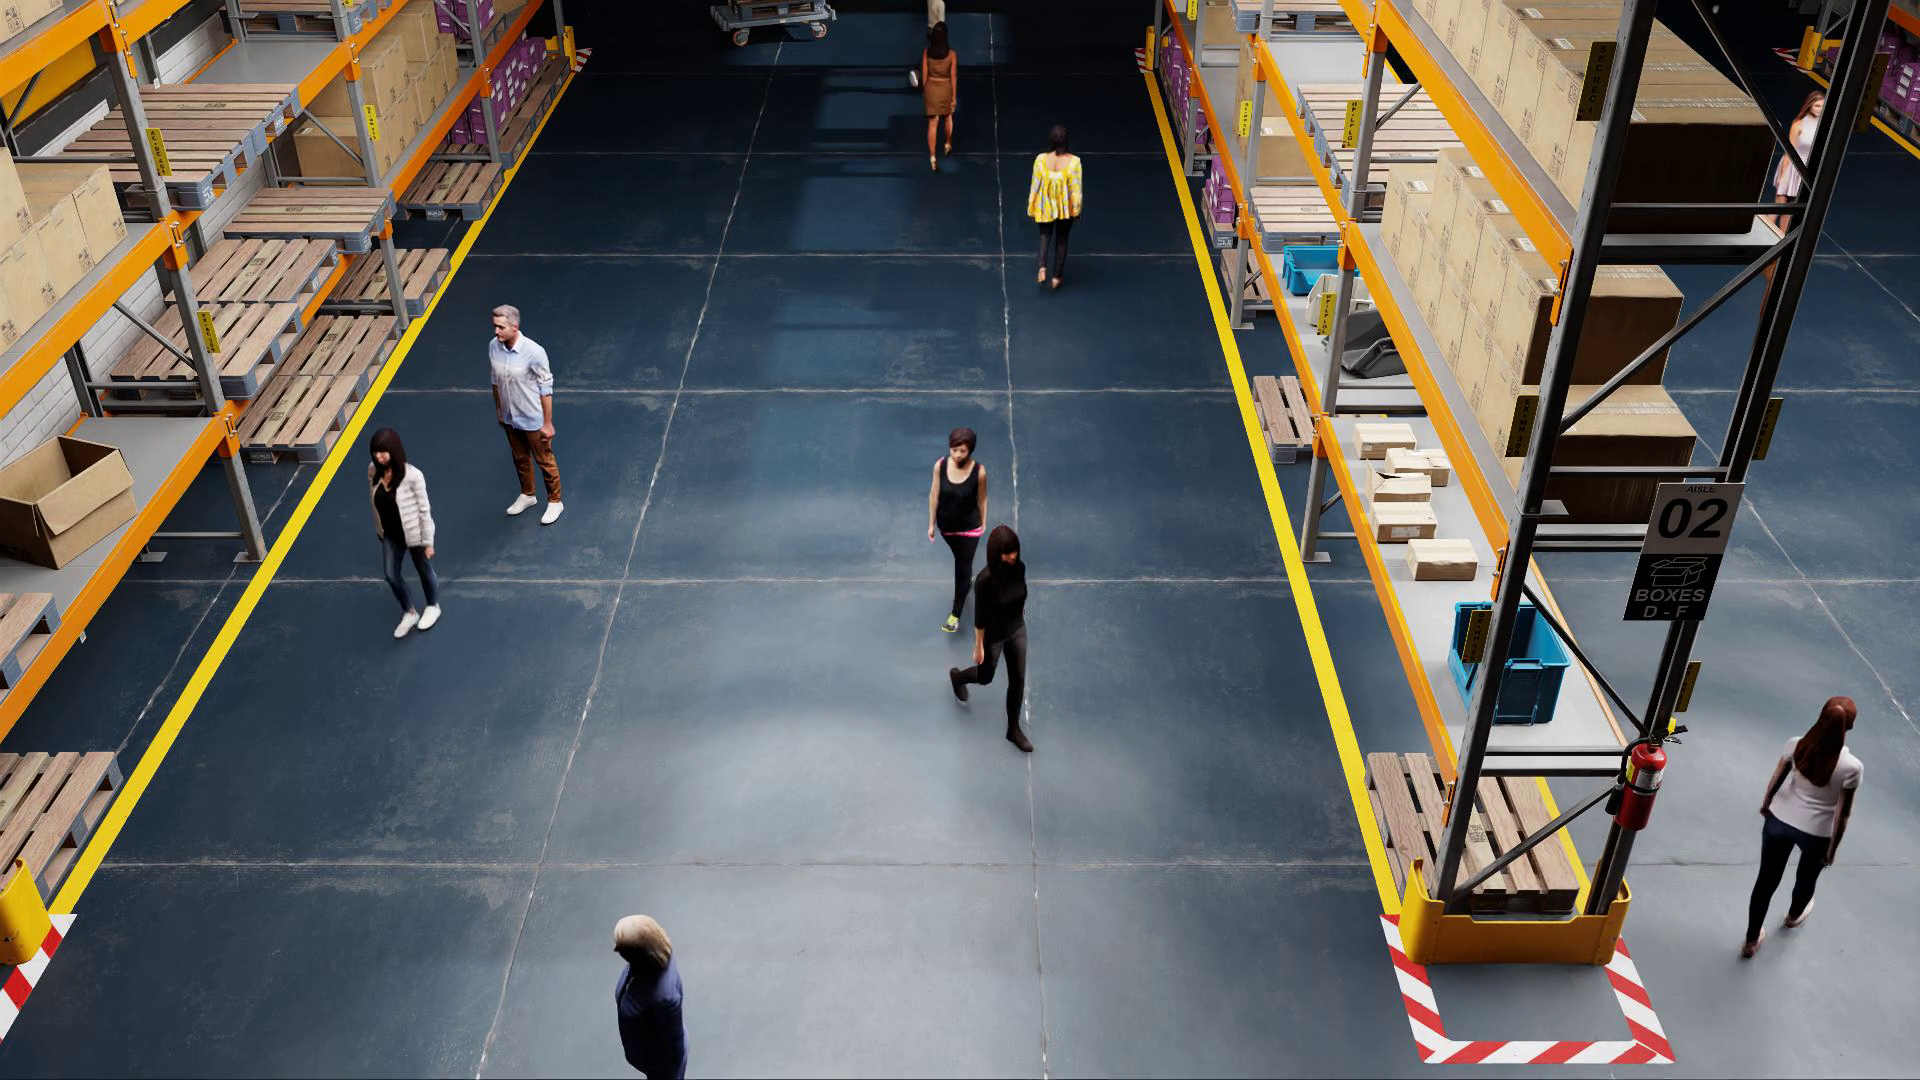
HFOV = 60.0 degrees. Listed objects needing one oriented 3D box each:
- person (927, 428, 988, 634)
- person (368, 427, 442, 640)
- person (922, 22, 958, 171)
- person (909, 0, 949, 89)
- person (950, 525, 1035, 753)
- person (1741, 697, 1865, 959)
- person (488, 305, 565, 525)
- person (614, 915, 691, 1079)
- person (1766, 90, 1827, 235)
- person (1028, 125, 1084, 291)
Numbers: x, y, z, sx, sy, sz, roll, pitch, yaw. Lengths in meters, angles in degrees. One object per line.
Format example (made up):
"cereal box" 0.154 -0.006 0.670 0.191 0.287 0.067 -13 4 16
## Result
"person" 0.014 -0.164 11.936 0.798 1.501 1.115 12 35 18
"person" -3.873 -0.109 11.737 0.709 1.631 0.725 8 34 11
"person" -0.260 -5.085 19.211 0.686 1.644 1.073 6 34 8
"person" -0.367 -6.575 21.633 0.907 1.445 0.925 -19 38 -27
"person" 0.211 0.579 10.711 0.939 1.621 1.077 -22 39 -29
"person" 4.539 1.620 9.055 0.901 1.719 0.979 27 42 34
"person" -3.373 -0.992 12.890 0.766 1.826 0.720 14 36 20
"person" -1.419 2.386 7.884 0.779 1.740 0.630 -14 36 -20
"person" 8.569 -3.750 17.089 0.618 1.770 0.642 -7 34 -11
"person" 0.927 -3.232 16.441 0.772 1.624 0.817 7 34 10
